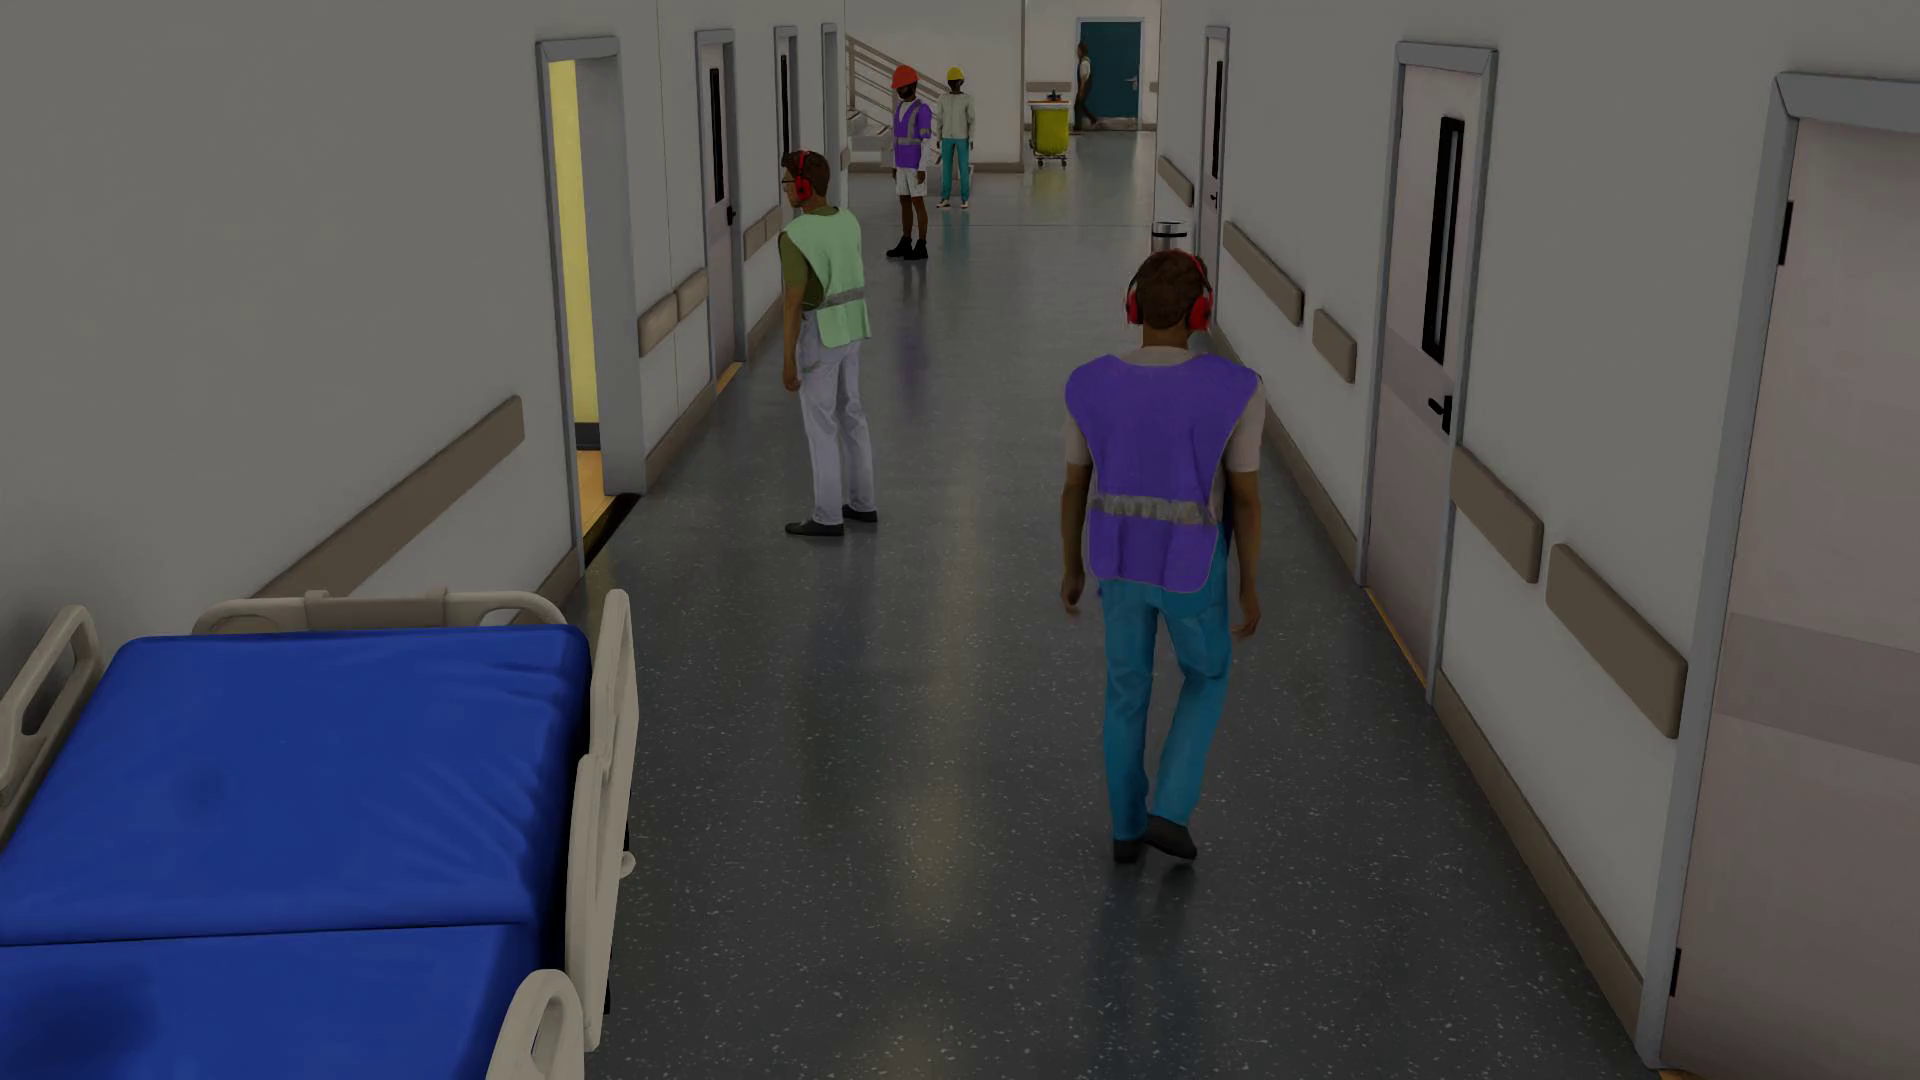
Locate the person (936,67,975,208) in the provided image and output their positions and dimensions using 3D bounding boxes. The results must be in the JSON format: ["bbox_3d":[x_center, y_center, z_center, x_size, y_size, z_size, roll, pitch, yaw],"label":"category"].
[{"bbox_3d":[-0.061,-5.148,21.317,0.524,1.769,0.315,6,19,18],"label":"person"}]

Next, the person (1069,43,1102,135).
[{"bbox_3d":[2.527,-9.155,33.815,0.631,1.823,0.543,4,18,11],"label":"person"}]

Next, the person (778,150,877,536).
[{"bbox_3d":[-0.642,-0.926,7.960,0.405,1.832,0.578,10,20,29],"label":"person"}]

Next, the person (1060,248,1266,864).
[{"bbox_3d":[0.559,0.093,4.743,0.605,1.826,0.444,6,19,19],"label":"person"}]

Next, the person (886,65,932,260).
[{"bbox_3d":[-0.525,-3.817,16.873,0.372,1.928,0.543,-13,22,-35],"label":"person"}]
